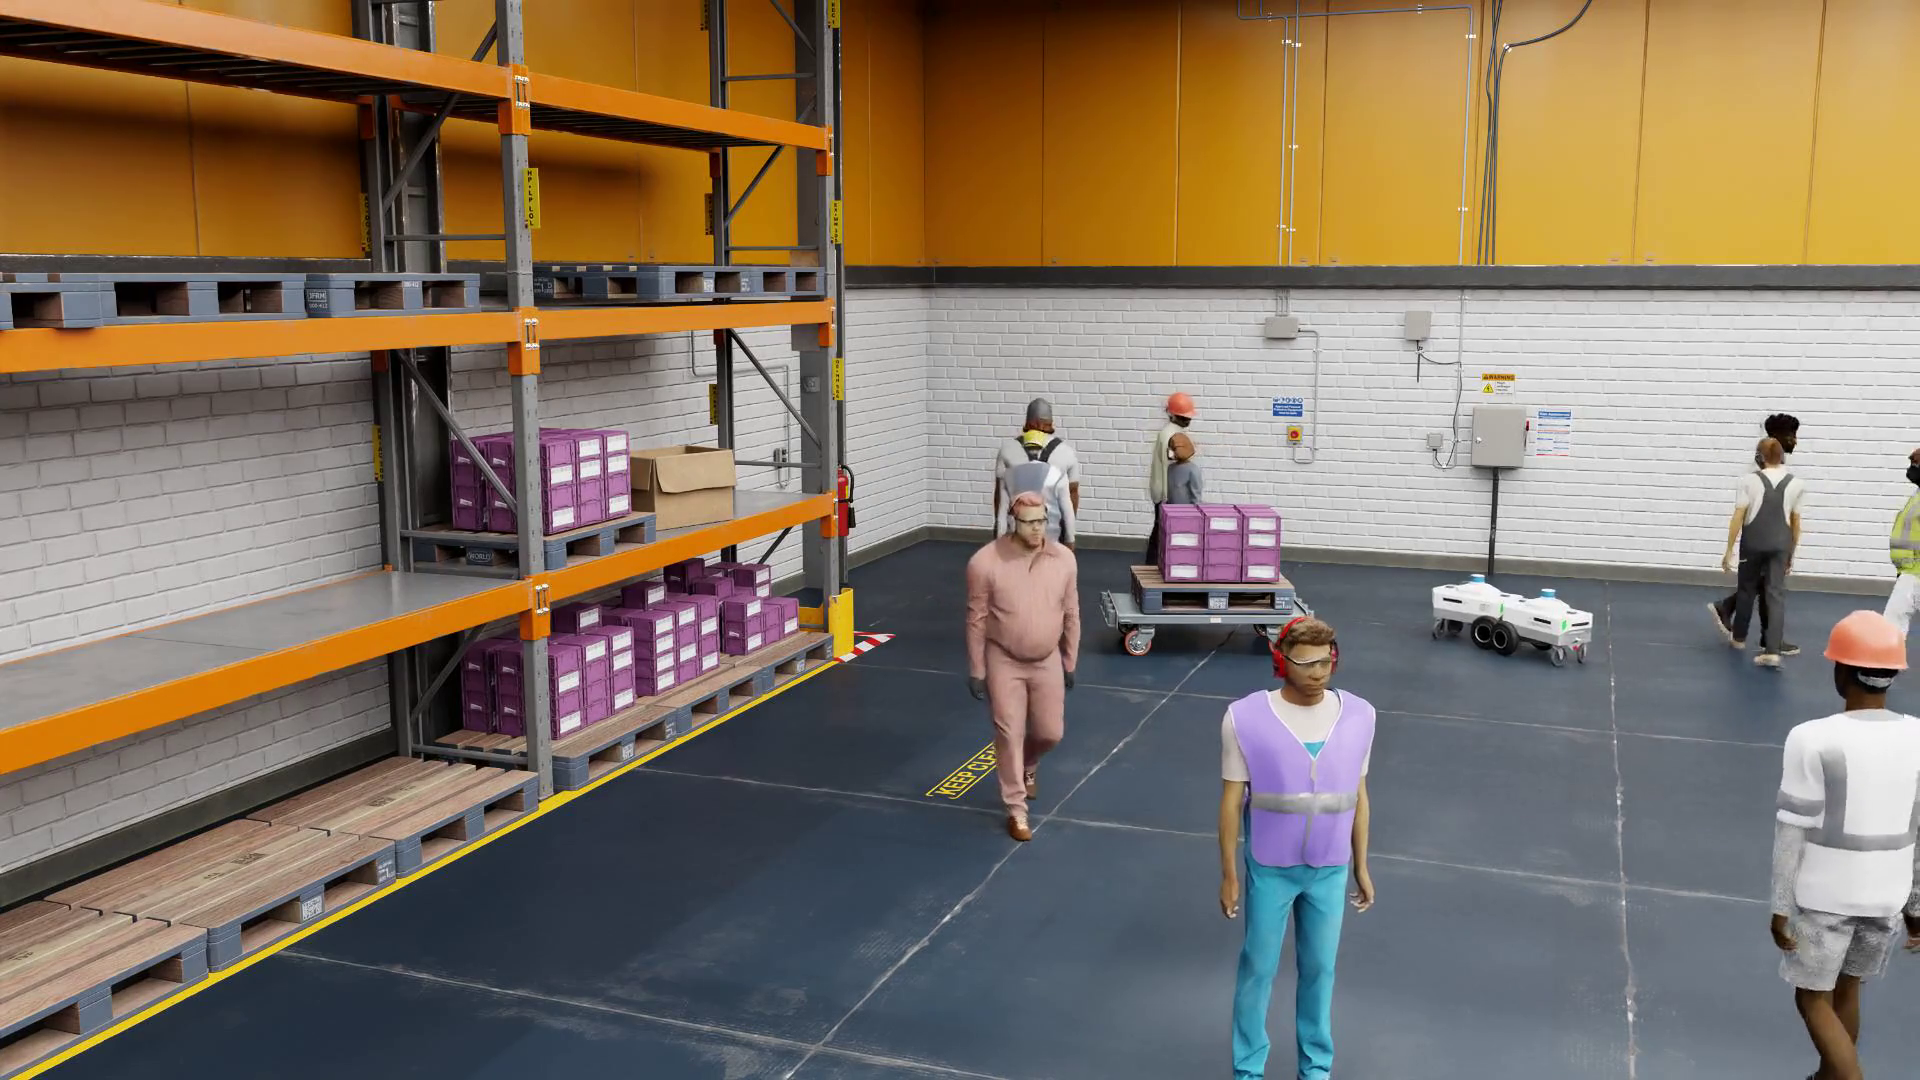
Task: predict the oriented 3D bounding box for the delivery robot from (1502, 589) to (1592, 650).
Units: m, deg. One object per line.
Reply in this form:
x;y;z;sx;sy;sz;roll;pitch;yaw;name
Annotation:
4.628;0.630;13.116;0.477;0.478;0.707;-4;10;-25;delivery robot

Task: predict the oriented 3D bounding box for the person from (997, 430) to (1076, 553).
0.600;-0.033;13.769;0.606;1.780;0.915;4;10;25;person

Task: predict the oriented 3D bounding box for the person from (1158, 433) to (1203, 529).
1.982;-0.160;15.037;0.347;1.625;0.500;-4;10;-23;person

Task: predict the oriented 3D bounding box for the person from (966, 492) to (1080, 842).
0.331;0.654;9.111;0.653;1.887;0.617;-3;9;-17;person

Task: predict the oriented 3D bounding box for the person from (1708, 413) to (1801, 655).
6.472;-0.069;13.437;0.678;1.946;0.613;8;12;41;person

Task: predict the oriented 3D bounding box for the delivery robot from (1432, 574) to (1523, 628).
4.277;0.527;13.766;0.477;0.478;0.707;-7;12;-40;delivery robot

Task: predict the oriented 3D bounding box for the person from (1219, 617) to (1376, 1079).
1.205;1.172;5.978;0.580;1.842;0.375;-2;9;-10;person

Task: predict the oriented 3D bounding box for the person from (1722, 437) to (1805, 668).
6.294;0.085;13.058;0.573;1.772;0.991;2;9;15;person

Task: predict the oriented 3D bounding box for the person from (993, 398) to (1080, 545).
0.636;-0.202;13.985;0.739;2.000;0.549;0;9;-1;person

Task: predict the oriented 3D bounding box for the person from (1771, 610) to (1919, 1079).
3.032;1.198;5.603;0.548;1.916;0.796;0;9;-2;person

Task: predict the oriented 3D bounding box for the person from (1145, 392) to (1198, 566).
1.978;-0.390;15.429;0.554;1.956;0.711;1;9;8;person

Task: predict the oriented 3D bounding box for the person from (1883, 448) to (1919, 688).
7.079;0.220;12.089;0.911;1.812;0.614;5;10;28;person
